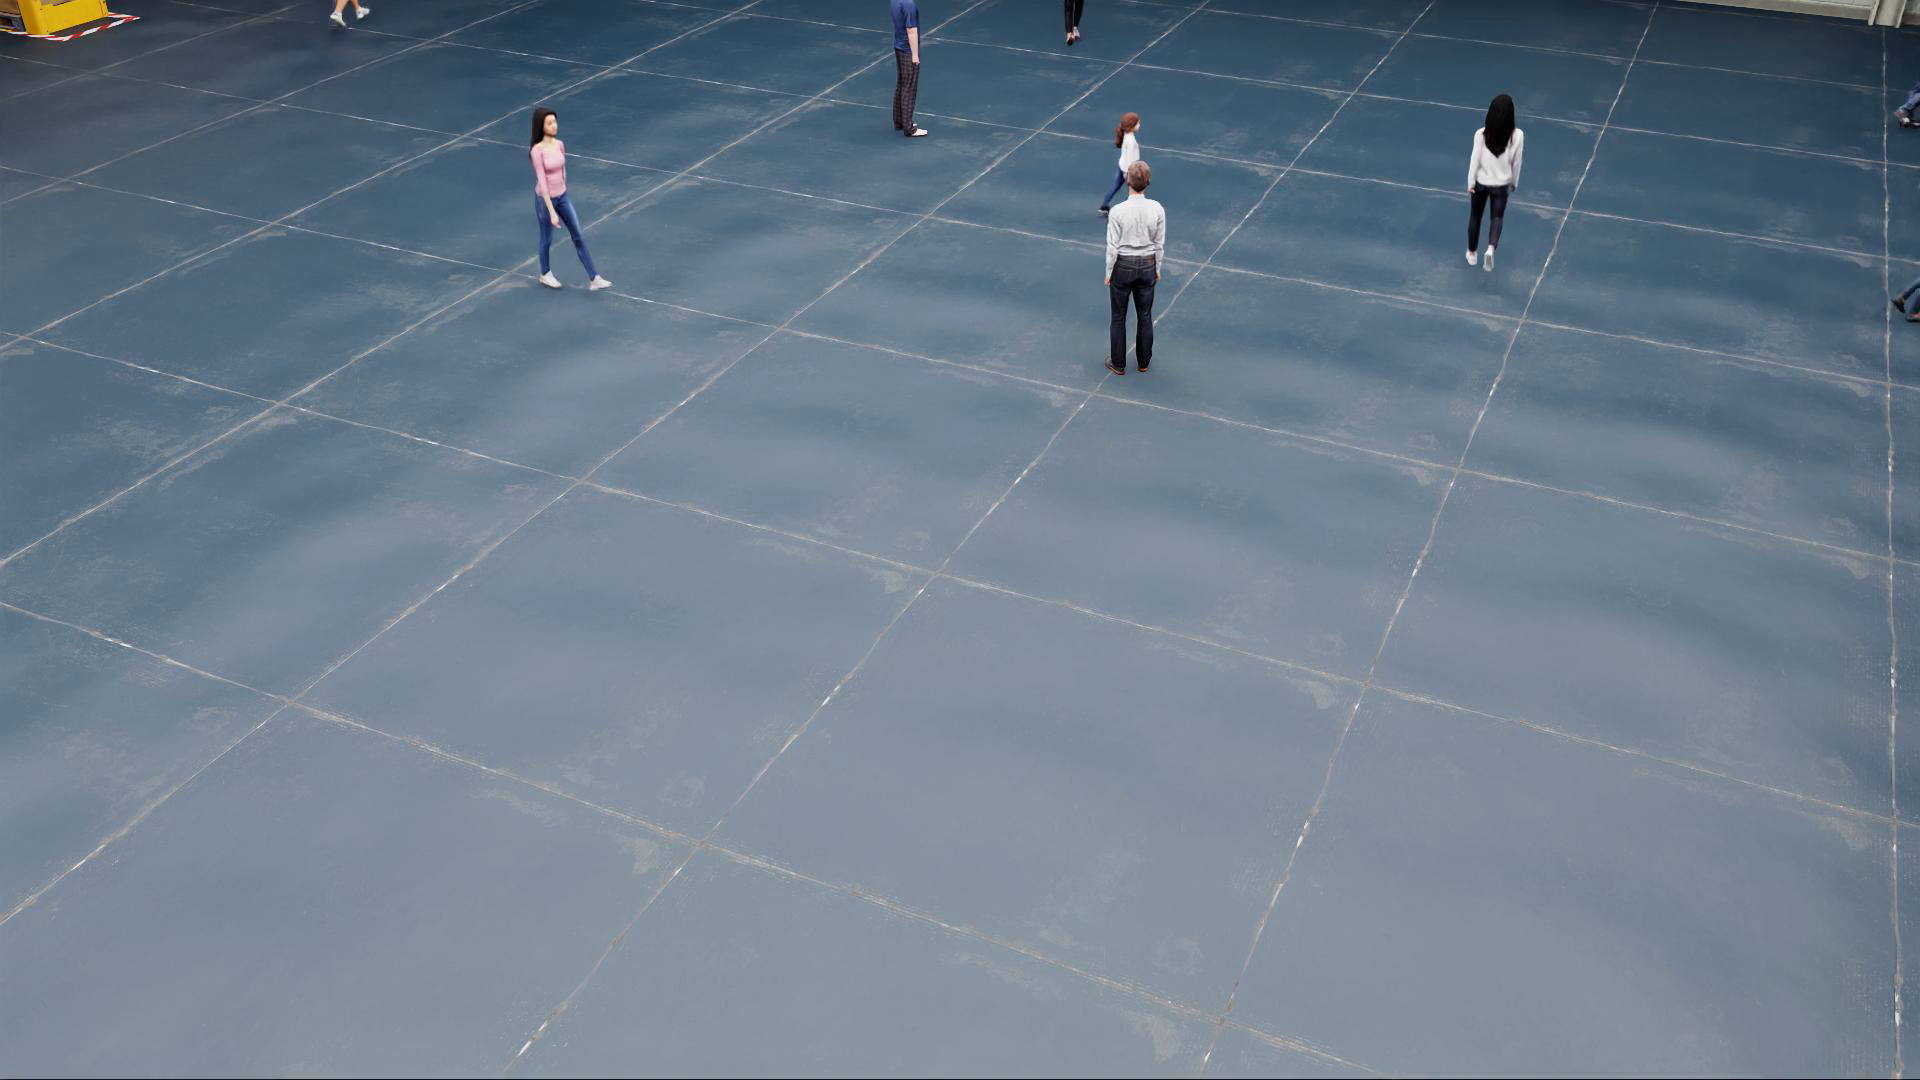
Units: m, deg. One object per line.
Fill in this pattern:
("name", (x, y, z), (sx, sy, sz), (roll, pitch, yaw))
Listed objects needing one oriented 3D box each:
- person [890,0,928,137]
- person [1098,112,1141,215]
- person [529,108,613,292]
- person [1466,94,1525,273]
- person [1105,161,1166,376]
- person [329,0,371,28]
("person", (-0.608, -5.578, 18.977), (0.788, 1.872, 0.718), (-12, 34, -19))
("person", (1.647, -3.803, 16.899), (0.845, 1.087, 0.709), (-5, 33, -7))
("person", (-3.778, -3.085, 15.177), (1.091, 1.709, 0.687), (20, 38, 29))
("person", (4.975, -3.300, 15.541), (0.888, 1.686, 0.793), (7, 33, 10))
("person", (1.433, -2.246, 13.744), (0.701, 1.820, 0.798), (-5, 33, -8))
("person", (-8.542, -7.974, 22.823), (1.201, 1.820, 0.899), (8, 33, 13))
